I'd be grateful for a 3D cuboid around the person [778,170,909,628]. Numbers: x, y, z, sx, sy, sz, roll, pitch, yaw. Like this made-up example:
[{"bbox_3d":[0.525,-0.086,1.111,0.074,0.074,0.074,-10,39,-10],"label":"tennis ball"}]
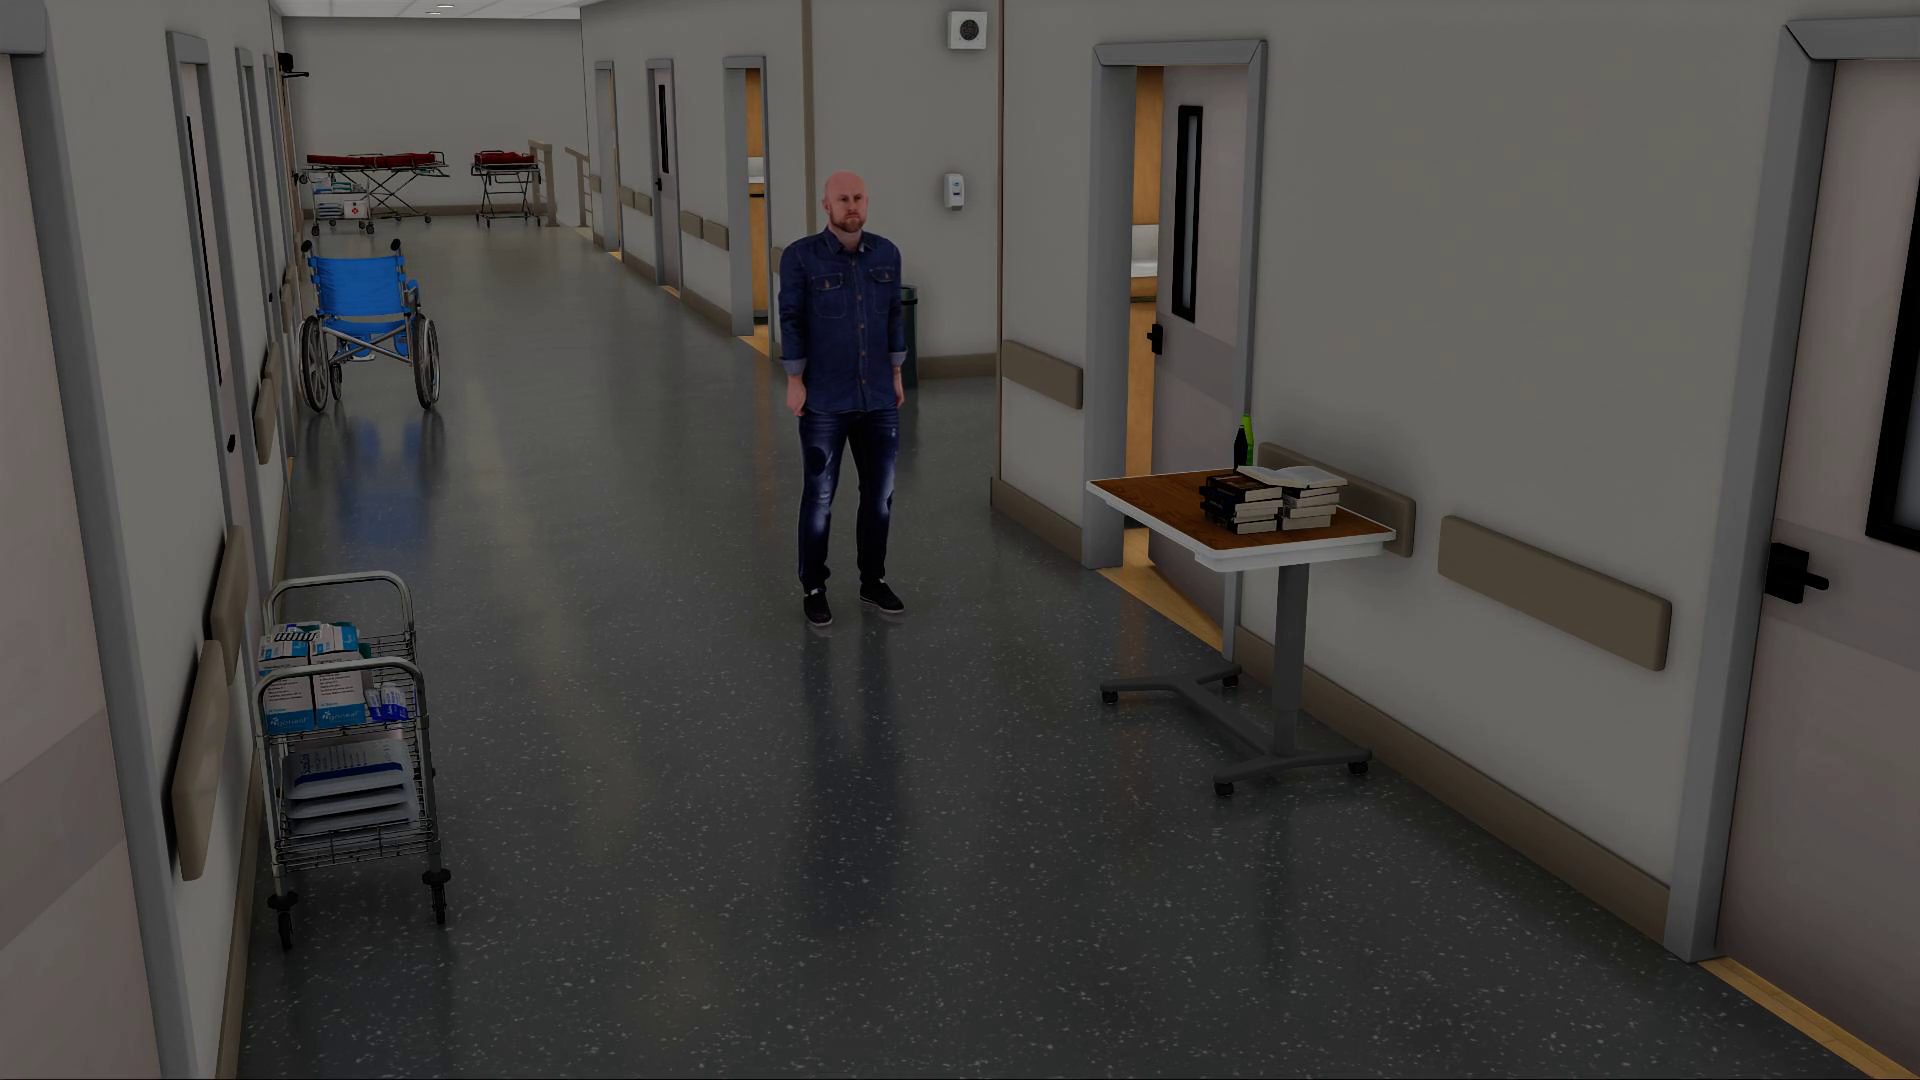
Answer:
[{"bbox_3d":[-0.455,-0.578,6.777,0.754,1.825,0.621,-8,18,-27],"label":"person"}]
